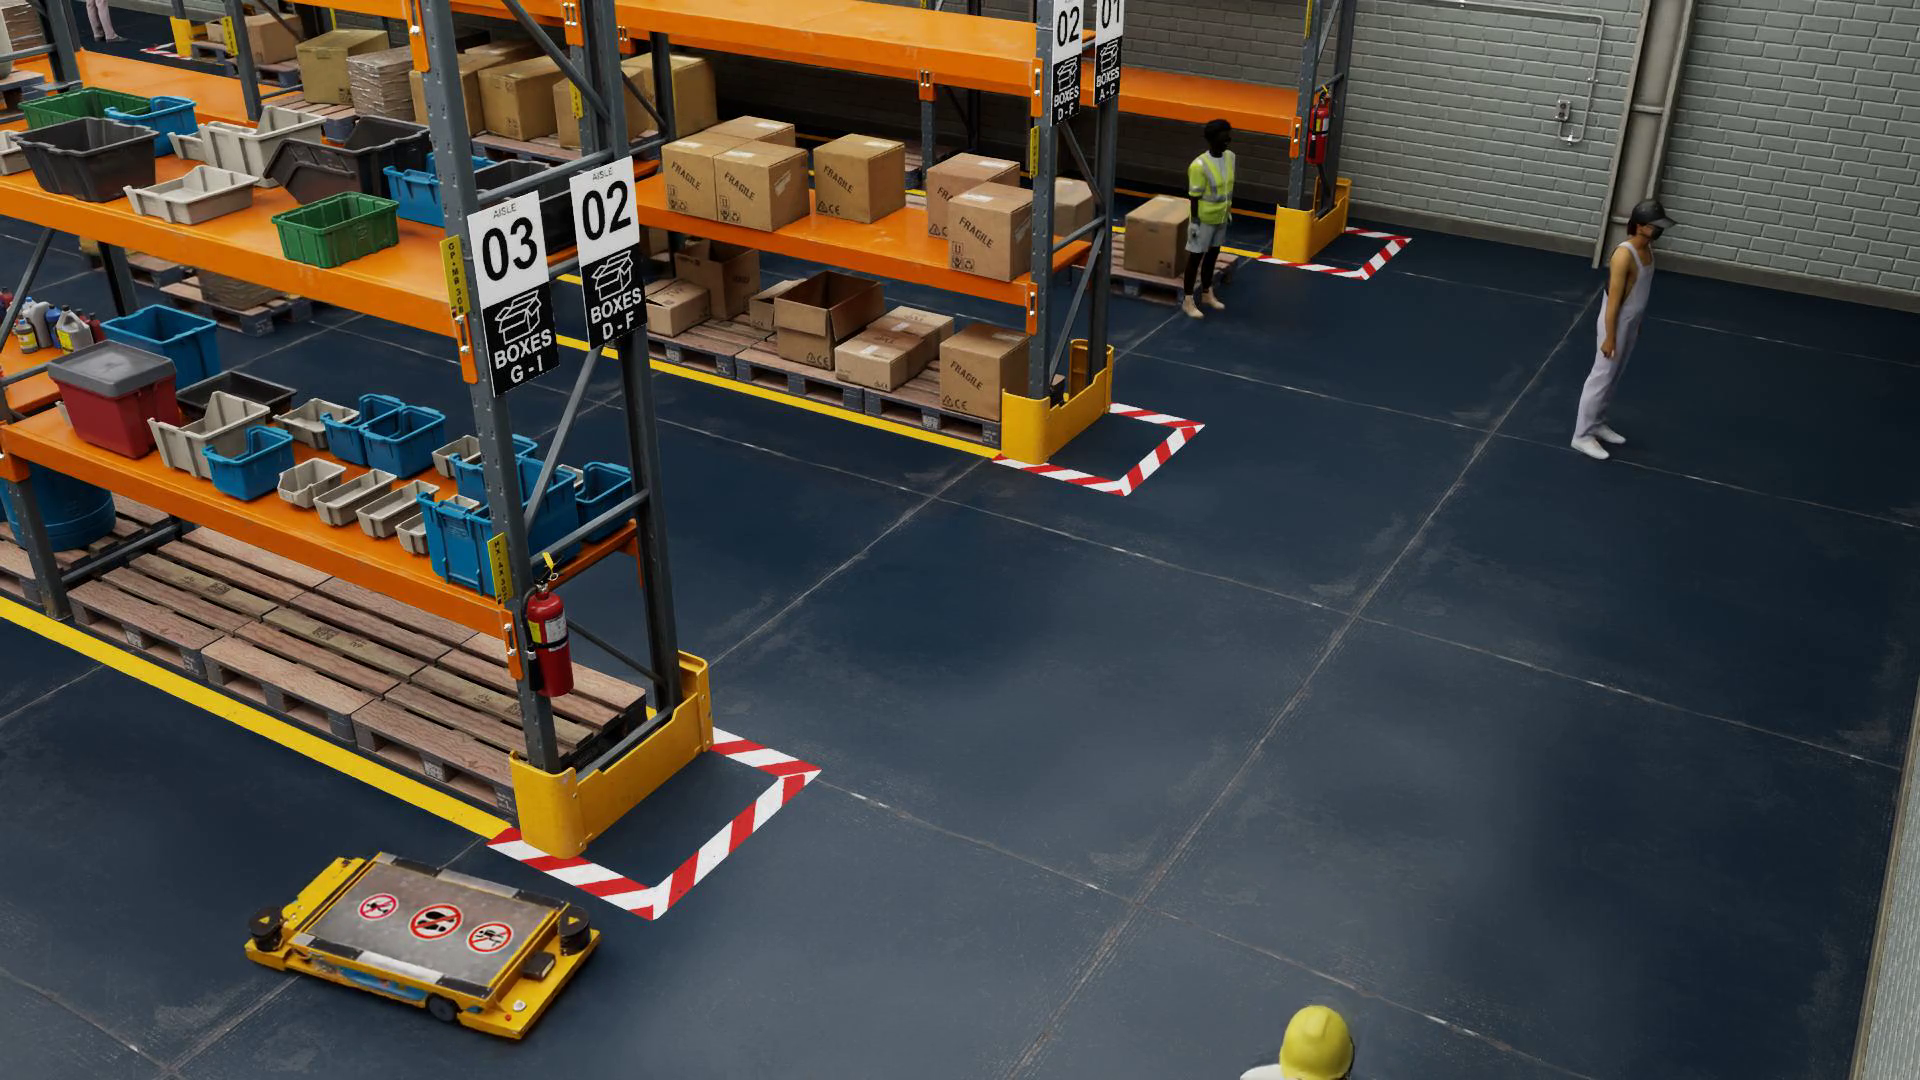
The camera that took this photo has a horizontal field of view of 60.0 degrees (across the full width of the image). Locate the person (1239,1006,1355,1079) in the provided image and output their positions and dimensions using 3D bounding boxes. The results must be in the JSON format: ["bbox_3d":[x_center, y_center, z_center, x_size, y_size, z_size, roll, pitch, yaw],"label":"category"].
[{"bbox_3d":[1.118,2.107,5.342,0.521,1.736,0.824,9,30,16],"label":"person"}]

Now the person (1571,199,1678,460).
[{"bbox_3d":[4.678,-1.485,11.661,0.389,1.861,0.529,22,36,34],"label":"person"}]

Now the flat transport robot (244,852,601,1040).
[{"bbox_3d":[-2.406,1.777,7.445,1.431,0.231,0.659,10,31,18],"label":"flat transport robot"}]

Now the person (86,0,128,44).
[{"bbox_3d":[-12.072,-7.849,23.105,0.562,1.837,0.391,17,33,27],"label":"person"}]

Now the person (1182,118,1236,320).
[{"bbox_3d":[2.116,-2.719,14.043,0.539,1.695,0.317,-25,38,-37],"label":"person"}]
